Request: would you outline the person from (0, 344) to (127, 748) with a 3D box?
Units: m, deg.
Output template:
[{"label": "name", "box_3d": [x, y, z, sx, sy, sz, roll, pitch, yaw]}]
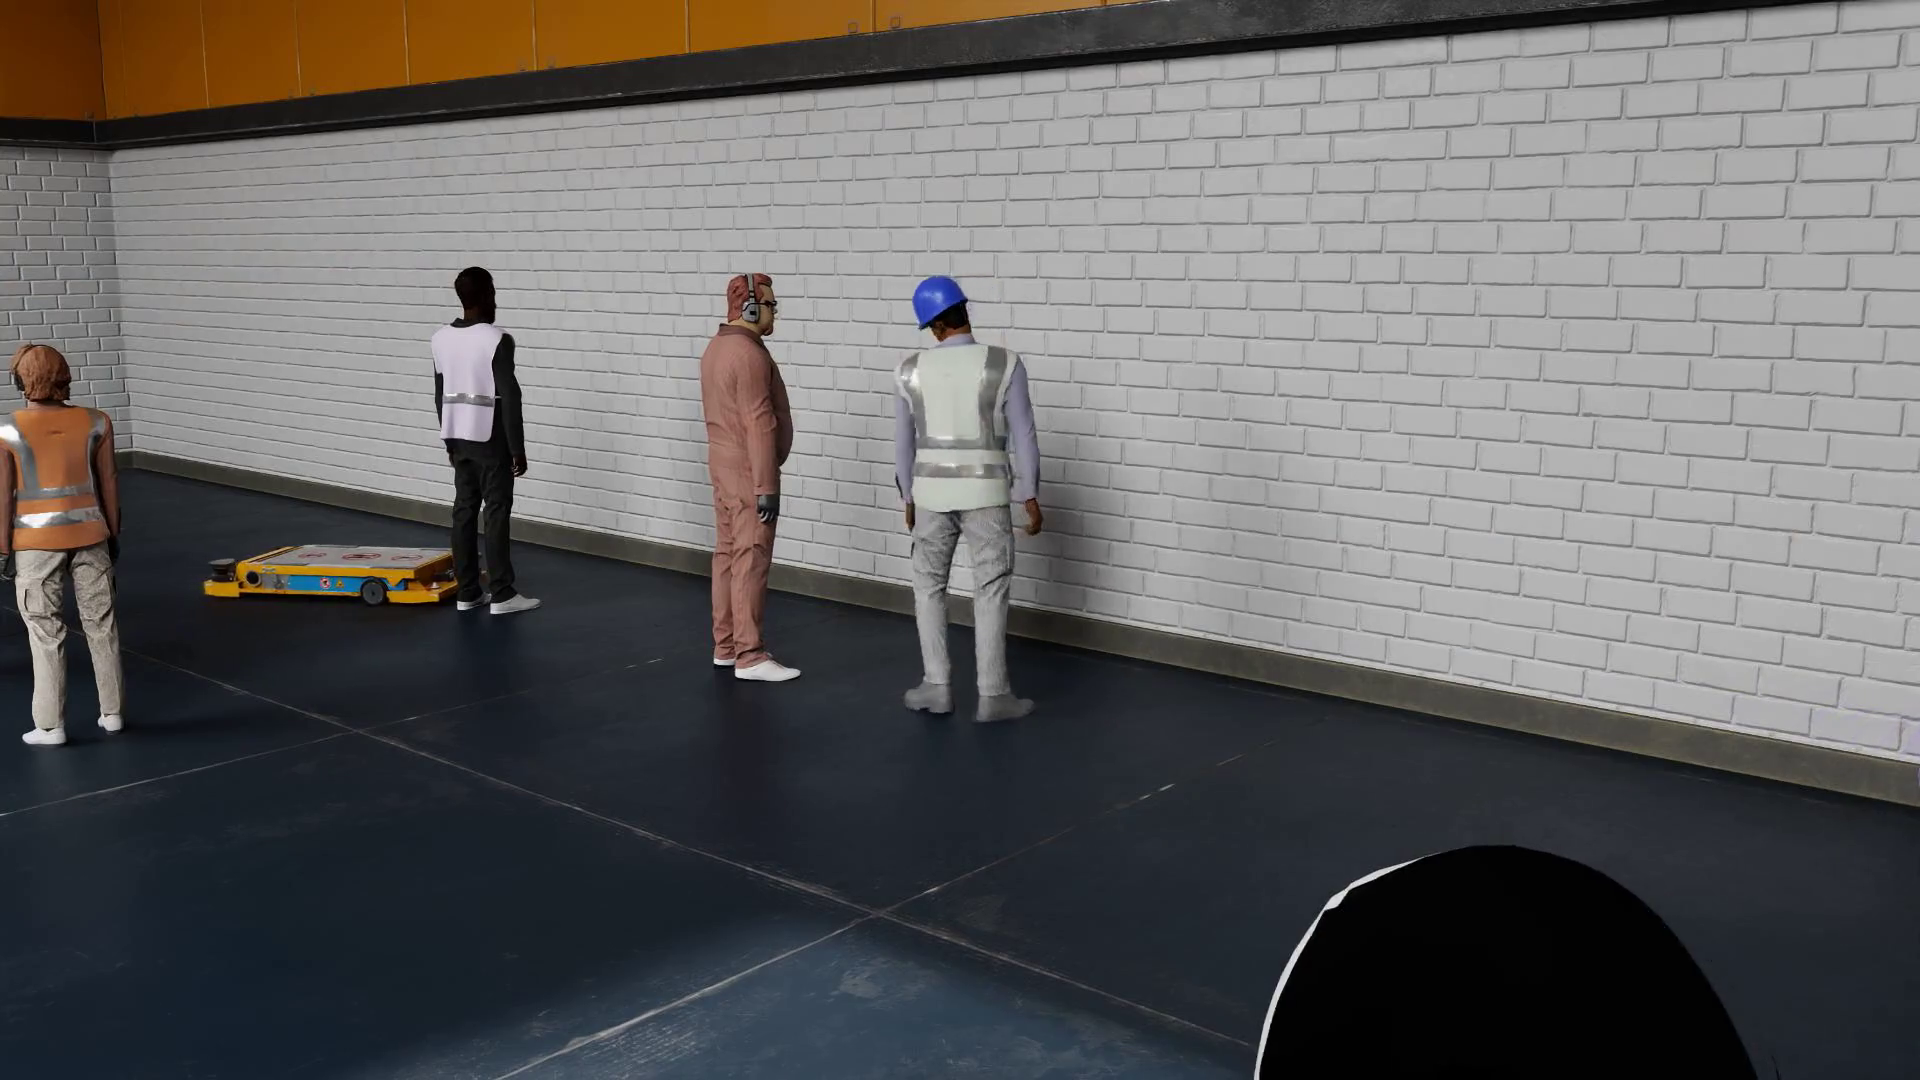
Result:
[{"label": "person", "box_3d": [-3.665, 0.026, 6.772, 0.307, 1.641, 0.514, 8, 13, 38]}]

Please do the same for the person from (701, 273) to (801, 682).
[{"label": "person", "box_3d": [-0.979, -0.294, 7.839, 0.401, 1.906, 0.649, -5, 11, -25]}]

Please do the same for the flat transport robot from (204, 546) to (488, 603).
[{"label": "flat transport robot", "box_3d": [-3.581, 0.189, 9.738, 1.431, 0.197, 0.652, 2, 10, 8]}]

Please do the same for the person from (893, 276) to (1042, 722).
[{"label": "person", "box_3d": [0.024, -0.172, 7.184, 0.677, 1.905, 0.417, 3, 10, 18]}]

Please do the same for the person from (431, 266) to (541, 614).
[{"label": "person", "box_3d": [-2.656, -0.545, 9.223, 0.593, 1.922, 0.391, 5, 11, 28]}]
